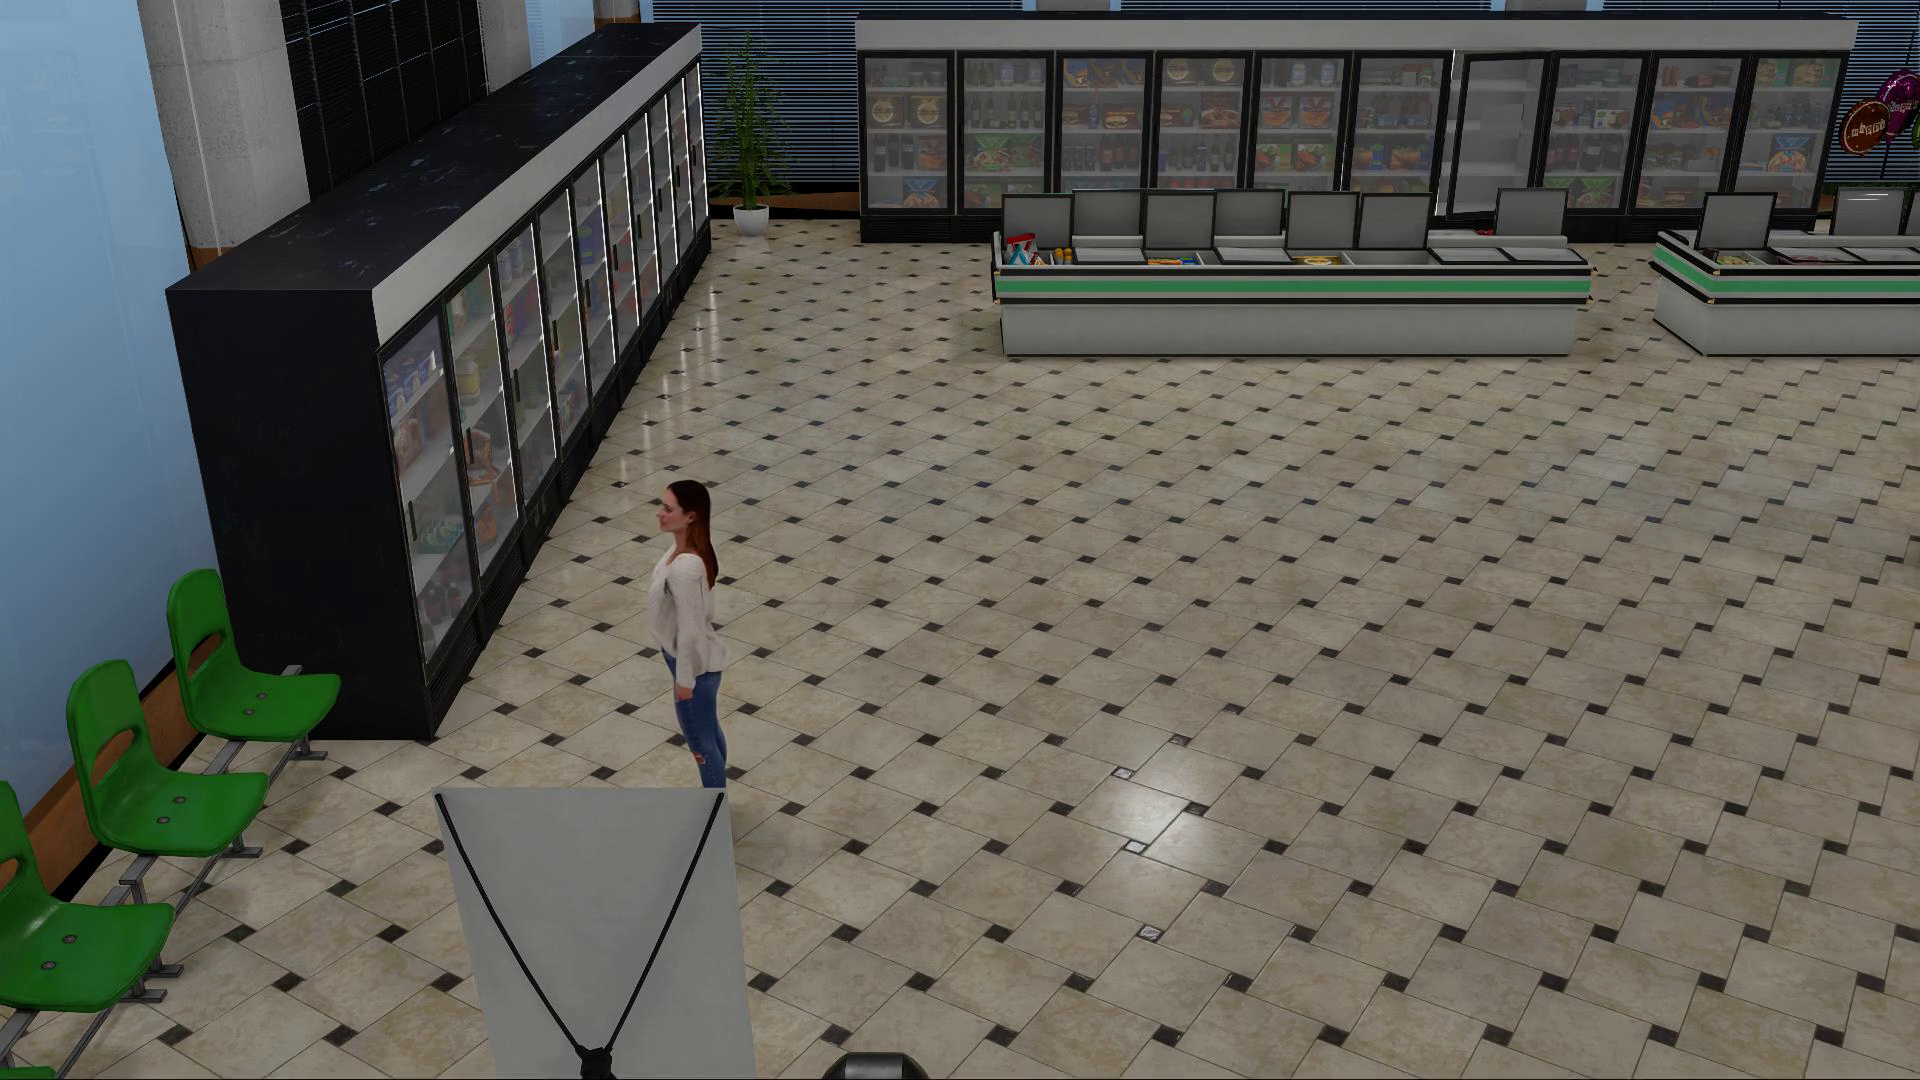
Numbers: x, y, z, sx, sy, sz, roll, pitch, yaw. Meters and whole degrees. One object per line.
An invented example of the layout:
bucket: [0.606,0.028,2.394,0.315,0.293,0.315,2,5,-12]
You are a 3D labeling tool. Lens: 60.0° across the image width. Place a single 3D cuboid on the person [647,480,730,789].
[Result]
person: [-1.157,0.534,7.237,0.555,1.689,0.633,-2,24,-4]
